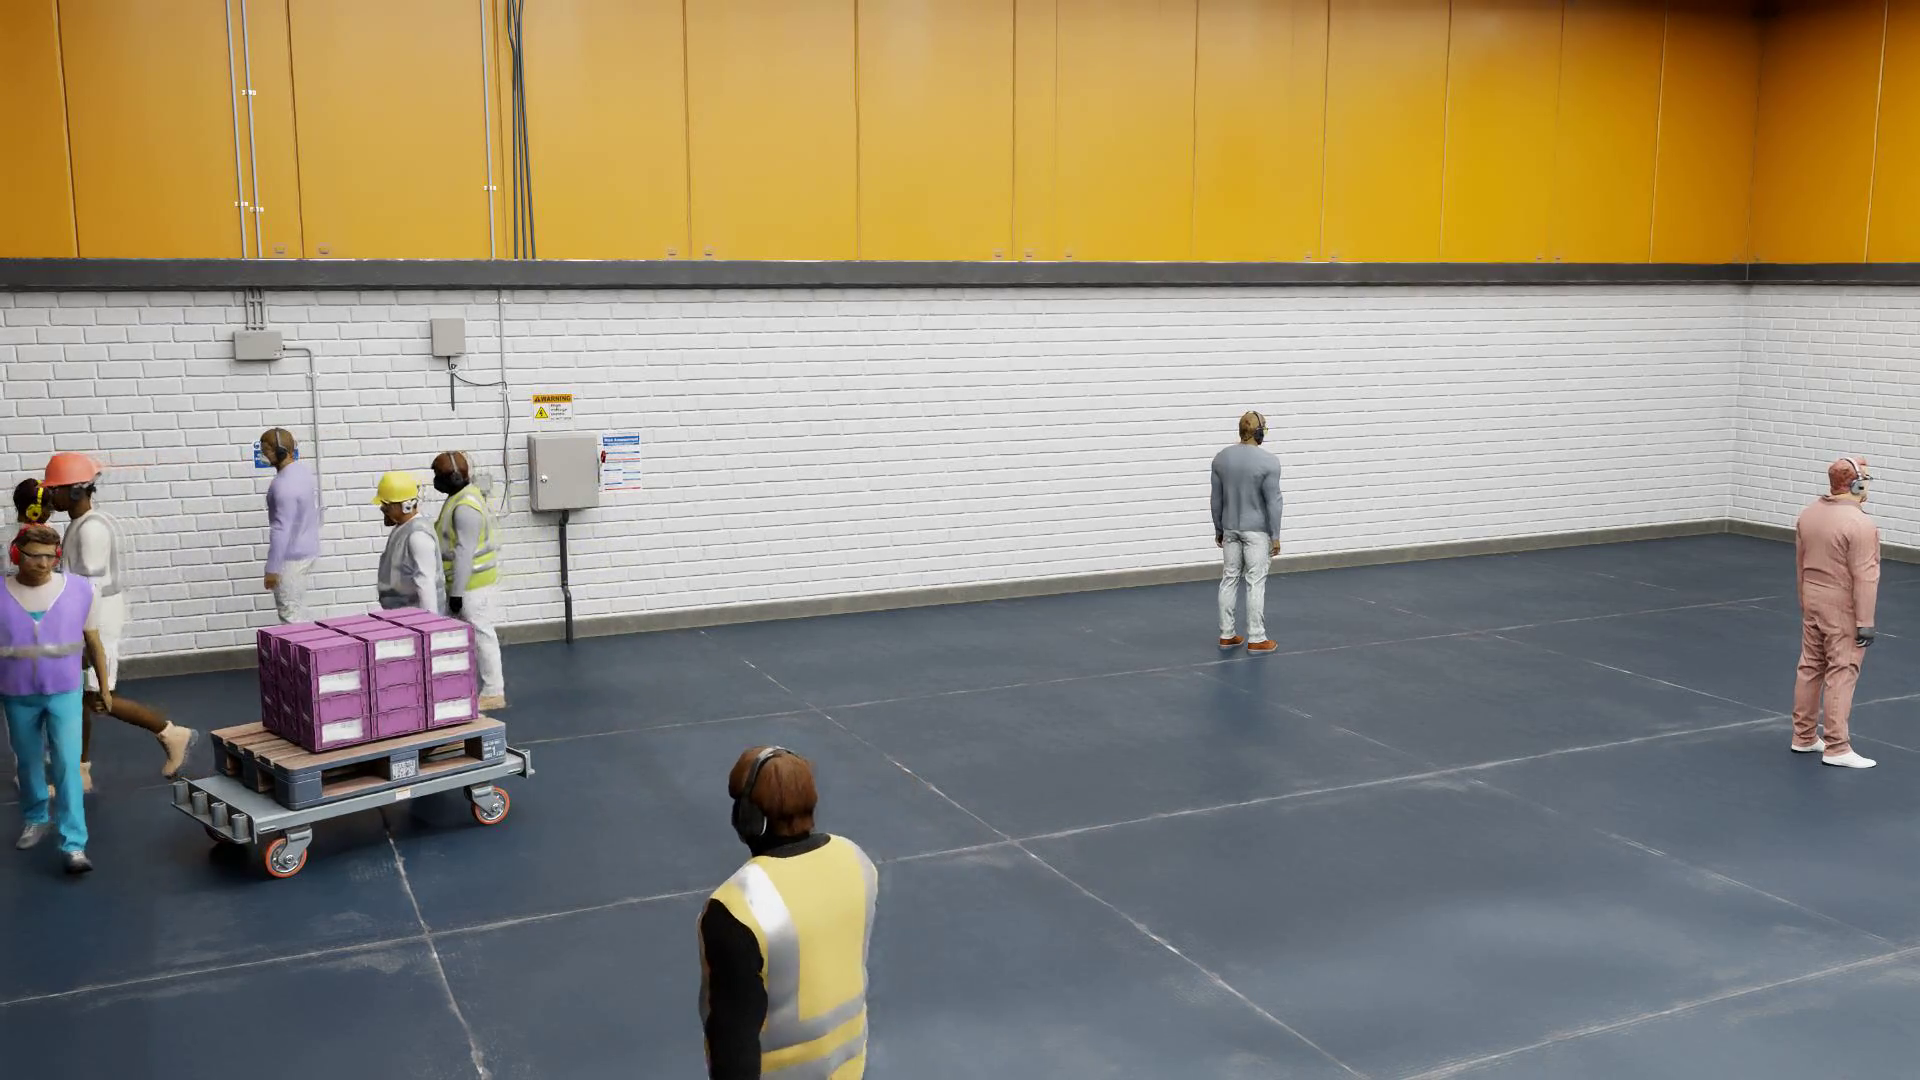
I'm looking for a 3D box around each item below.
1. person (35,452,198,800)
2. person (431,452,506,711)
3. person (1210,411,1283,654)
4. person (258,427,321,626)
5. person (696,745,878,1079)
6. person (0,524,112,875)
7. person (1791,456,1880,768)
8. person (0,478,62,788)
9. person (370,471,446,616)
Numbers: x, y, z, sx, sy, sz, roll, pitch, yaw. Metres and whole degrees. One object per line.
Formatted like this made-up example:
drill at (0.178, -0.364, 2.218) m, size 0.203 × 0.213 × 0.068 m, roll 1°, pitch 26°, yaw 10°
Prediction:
person at (-4.952, 0.488, 9.622) m, size 0.797 × 2.020 × 0.620 m, roll -7°, pitch 12°, yaw -37°
person at (-3.508, 0.302, 11.404) m, size 0.767 × 1.811 × 0.651 m, roll -3°, pitch 10°, yaw -20°
person at (2.288, -0.062, 13.271) m, size 0.635 × 1.937 × 0.352 m, roll 9°, pitch 13°, yaw 43°
person at (-4.862, 0.138, 12.052) m, size 0.425 × 1.928 × 0.680 m, roll -2°, pitch 9°, yaw -13°
person at (-0.541, 1.423, 4.496) m, size 0.952 × 1.792 × 0.648 m, roll 7°, pitch 11°, yaw 36°
person at (-4.706, 0.793, 8.497) m, size 0.654 × 1.773 × 1.003 m, roll -5°, pitch 10°, yaw -29°
person at (5.433, 0.436, 10.264) m, size 0.408 × 1.913 × 0.642 m, roll -1°, pitch 9°, yaw -8°
person at (-5.548, 0.529, 9.993) m, size 0.487 × 1.820 × 0.819 m, roll -2°, pitch 9°, yaw -11°
person at (-3.460, 0.462, 10.410) m, size 0.464 × 1.807 × 0.629 m, roll -5°, pitch 10°, yaw -26°
